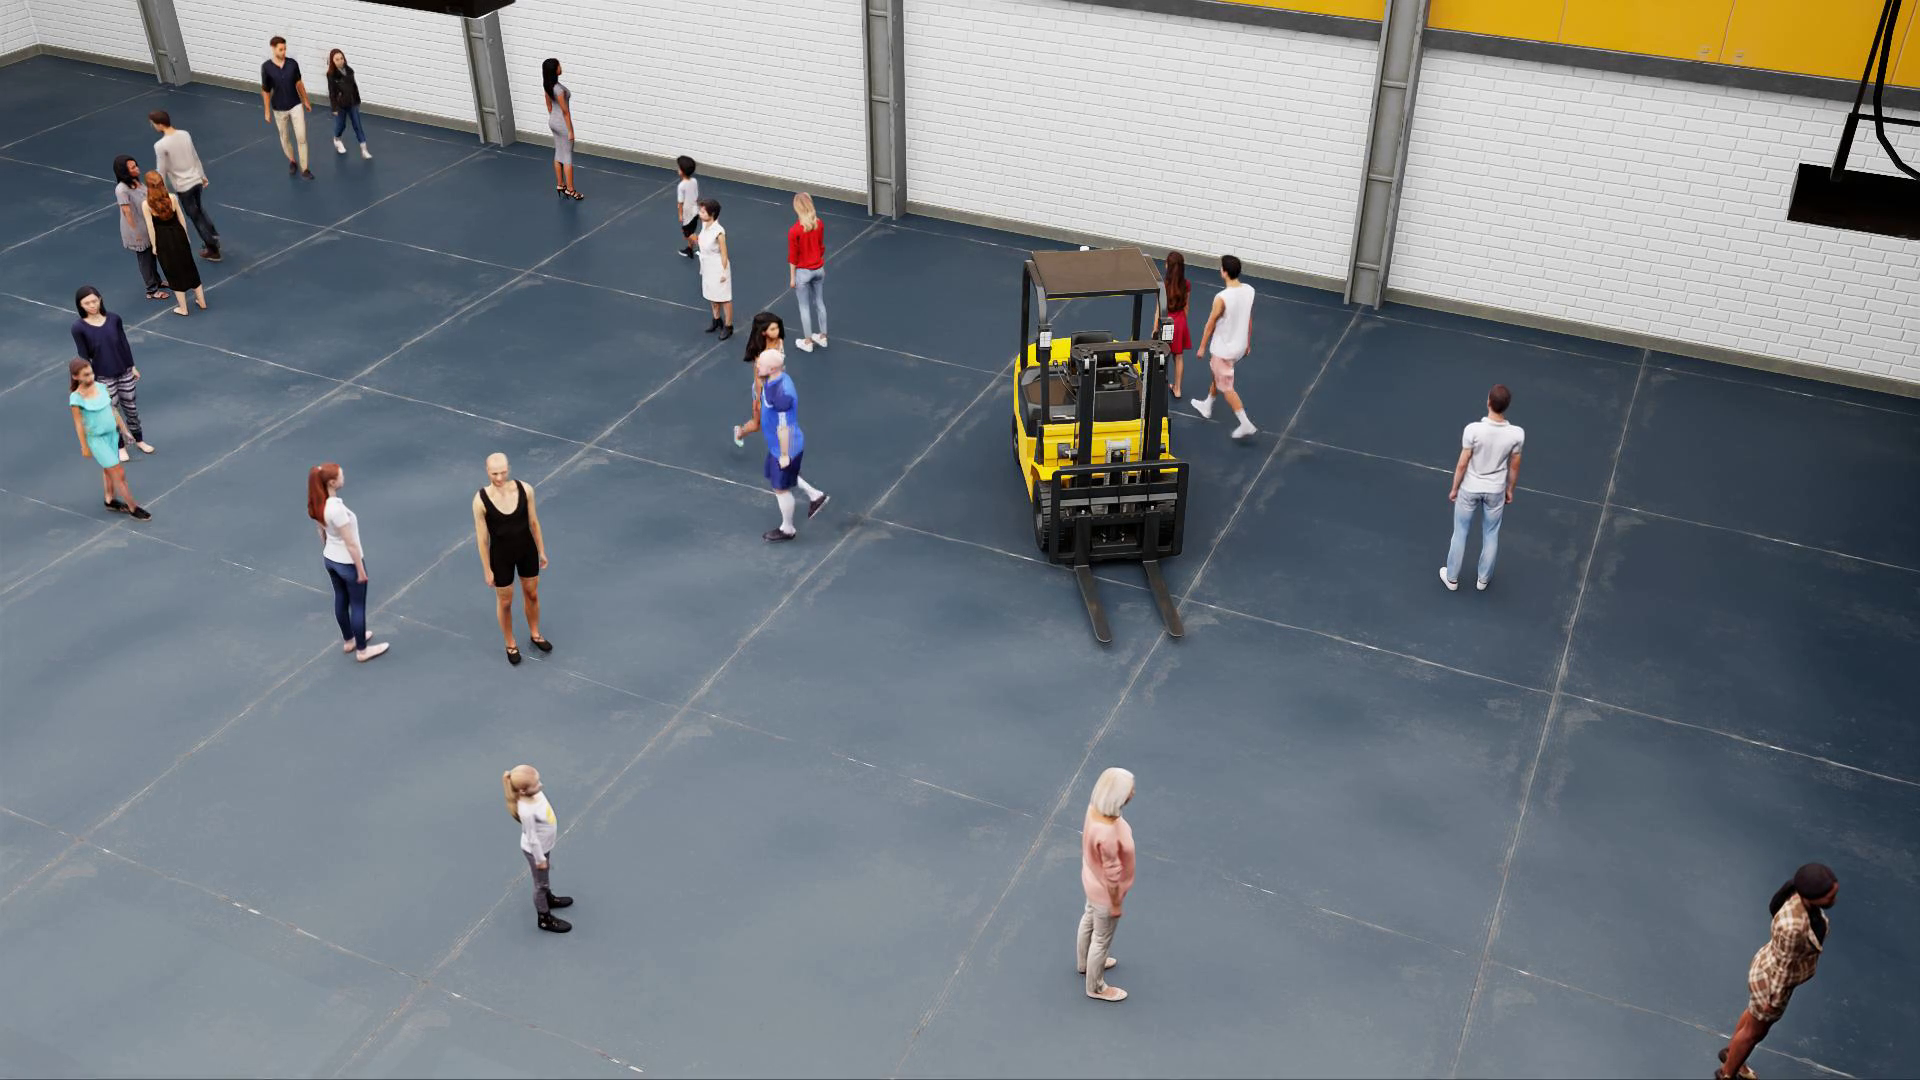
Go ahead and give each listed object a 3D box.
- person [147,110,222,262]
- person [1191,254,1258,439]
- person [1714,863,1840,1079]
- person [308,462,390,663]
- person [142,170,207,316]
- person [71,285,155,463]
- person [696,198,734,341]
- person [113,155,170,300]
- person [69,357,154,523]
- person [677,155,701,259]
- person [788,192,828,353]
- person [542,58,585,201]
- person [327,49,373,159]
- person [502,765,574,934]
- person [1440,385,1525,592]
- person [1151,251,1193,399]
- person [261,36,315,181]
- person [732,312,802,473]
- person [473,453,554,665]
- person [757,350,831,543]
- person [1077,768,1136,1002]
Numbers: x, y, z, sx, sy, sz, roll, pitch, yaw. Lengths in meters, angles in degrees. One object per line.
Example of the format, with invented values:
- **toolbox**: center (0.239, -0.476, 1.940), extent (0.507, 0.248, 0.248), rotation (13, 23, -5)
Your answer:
- **person**: center (-8.770, -4.017, 19.005), extent (0.642, 1.834, 0.698), rotation (15, 36, 21)
- **person**: center (2.588, -1.781, 15.721), extent (1.028, 1.746, 1.244), rotation (-24, 40, -31)
- **person**: center (4.548, 2.464, 9.294), extent (0.595, 1.792, 0.612), rotation (21, 39, 28)
- **person**: center (-4.759, 0.175, 12.786), extent (0.526, 1.737, 0.664), rotation (21, 39, 29)
- **person**: center (-8.530, -3.219, 17.994), extent (0.658, 1.624, 0.642), rotation (28, 43, 36)
- **person**: center (-7.866, -1.565, 15.408), extent (0.626, 1.733, 0.669), rotation (28, 43, 36)
- **person**: center (-2.575, -2.871, 17.534), extent (0.697, 1.555, 0.591), rotation (-23, 40, -31)
- **person**: center (-9.084, -3.486, 18.408), extent (0.810, 1.610, 0.761), rotation (-5, 34, -8)
- **person**: center (-7.580, -0.903, 14.587), extent (0.833, 1.539, 0.589), rotation (10, 35, 15)
- **person**: center (-3.096, -3.808, 19.220), extent (0.749, 1.249, 0.517), rotation (18, 37, 24)
- **person**: center (-1.570, -2.773, 17.253), extent (0.635, 1.703, 0.670), rotation (28, 43, 36)
- **person**: center (-4.971, -5.119, 20.712), extent (0.722, 1.781, 0.592), rotation (-26, 41, -33)
- **person**: center (-8.187, -5.796, 22.026), extent (1.066, 1.452, 0.808), rotation (26, 41, 33)
- **person**: center (-2.687, 1.932, 10.556), extent (0.622, 1.279, 0.578), rotation (-4, 34, -6)
- **person**: center (4.261, -0.413, 13.567), extent (0.610, 1.852, 0.787), rotation (3, 34, 4)
- **person**: center (2.078, -2.111, 16.392), extent (0.682, 1.553, 0.742), rotation (-13, 36, -19)
- **person**: center (-8.650, -5.570, 21.362), extent (1.084, 1.811, 1.173), rotation (-14, 36, -20)
- **person**: center (-1.802, -1.359, 15.214), extent (1.026, 1.604, 0.701), rotation (22, 40, 30)
- **person**: center (-3.443, 0.114, 12.808), extent (0.713, 1.814, 0.682), rotation (-23, 40, -30)
- **person**: center (-1.425, -0.812, 14.189), extent (1.013, 1.829, 0.937), rotation (-8, 34, -12)
- **person**: center (0.862, 2.045, 9.983), extent (0.699, 1.724, 0.683), rotation (-4, 34, -7)
